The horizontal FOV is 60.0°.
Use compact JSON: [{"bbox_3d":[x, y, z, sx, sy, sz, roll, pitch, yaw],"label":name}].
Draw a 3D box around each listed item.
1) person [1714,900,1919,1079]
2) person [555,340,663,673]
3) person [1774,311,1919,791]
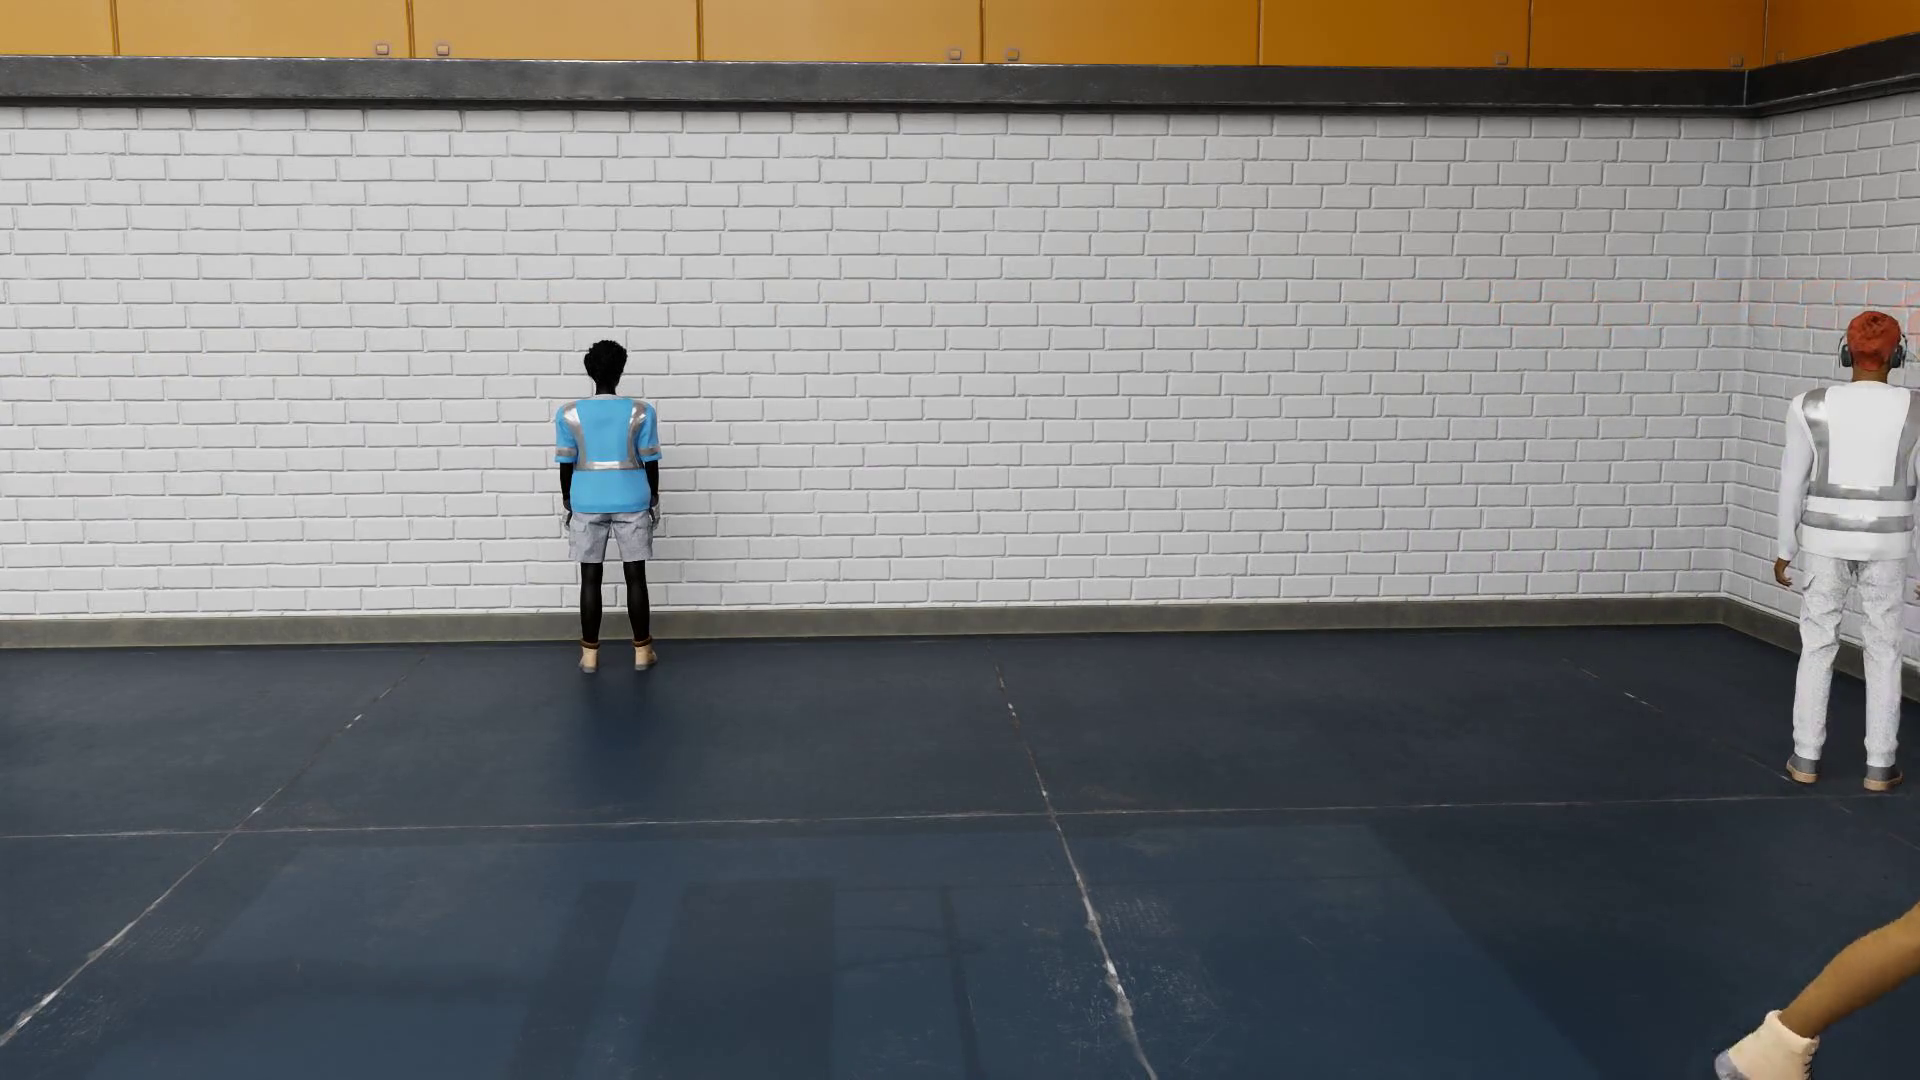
[{"bbox_3d":[2.290,0.454,3.686,1.046,2.007,0.620,4,10,25],"label":"person"},{"bbox_3d":[-1.780,-0.165,8.473,0.536,1.697,0.318,-1,9,-9],"label":"person"},{"bbox_3d":[3.542,0.044,6.572,0.585,1.882,0.337,5,10,28],"label":"person"}]
